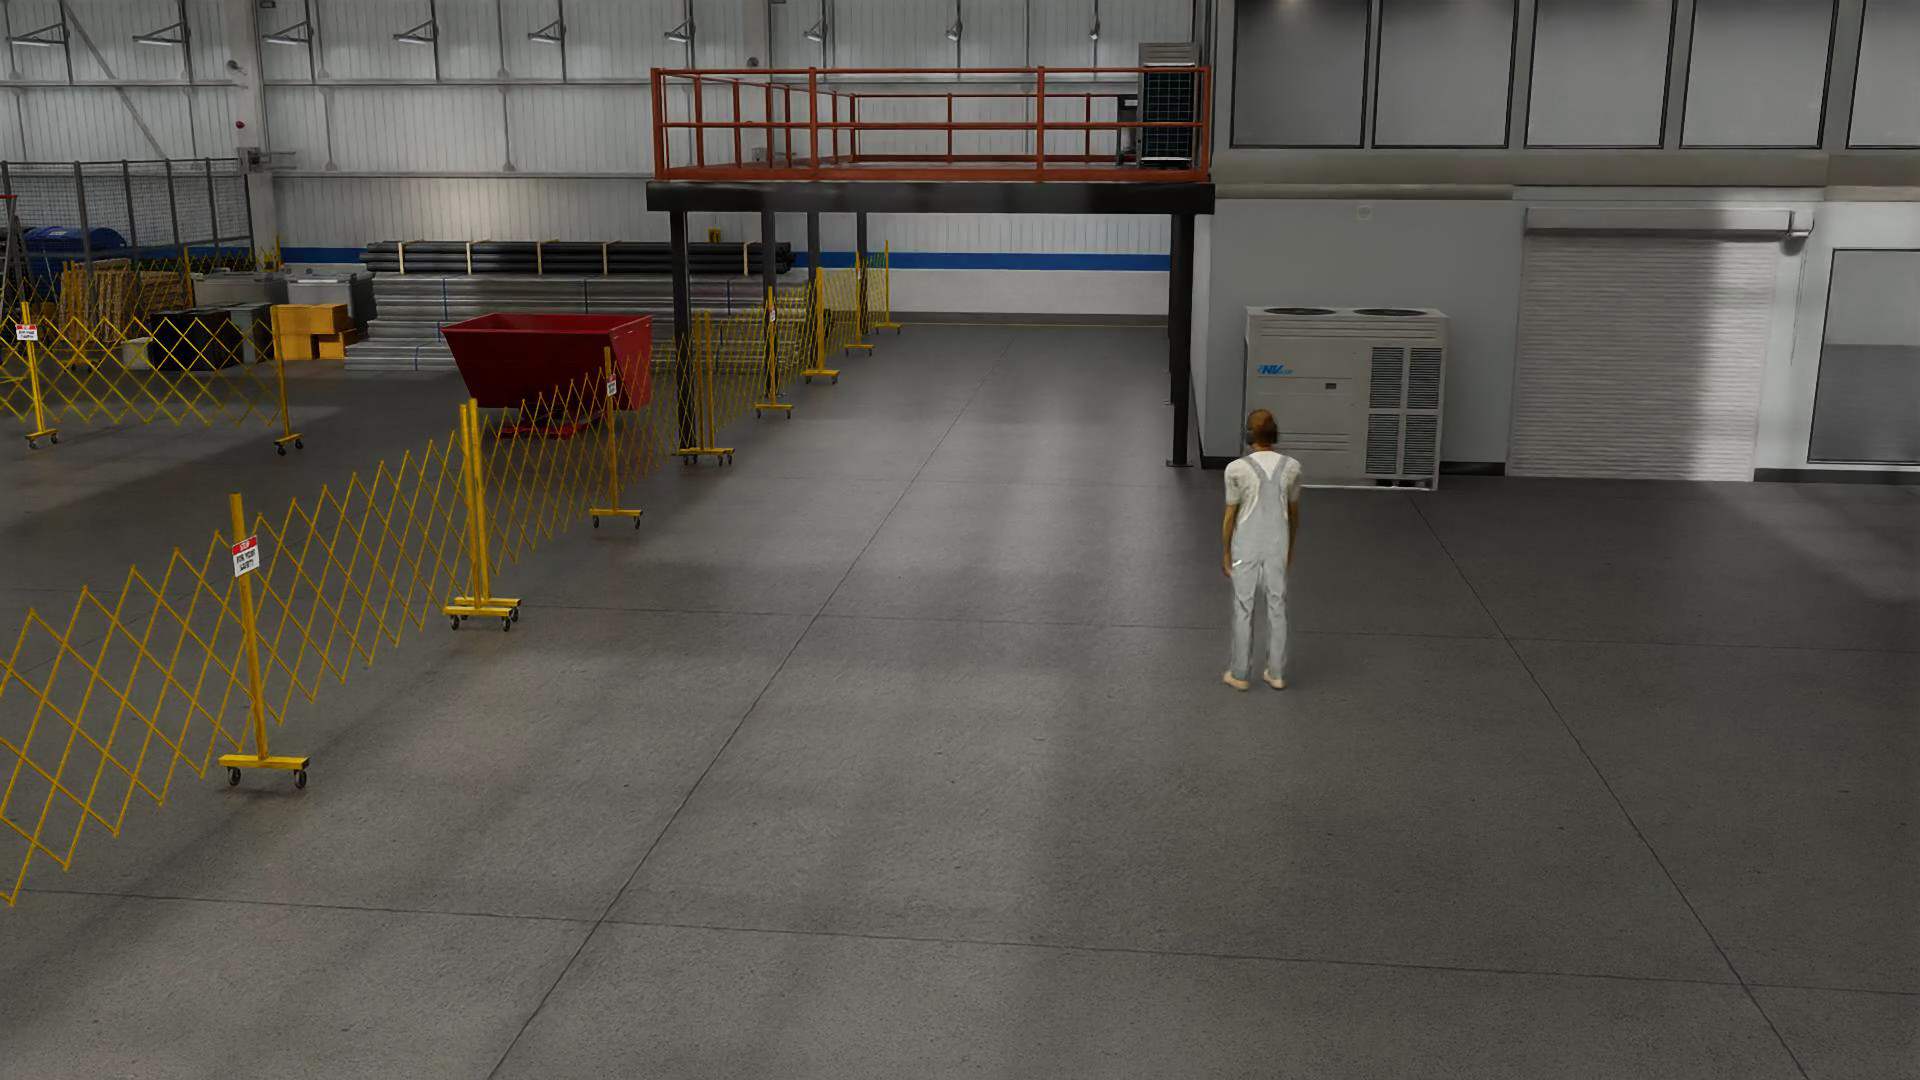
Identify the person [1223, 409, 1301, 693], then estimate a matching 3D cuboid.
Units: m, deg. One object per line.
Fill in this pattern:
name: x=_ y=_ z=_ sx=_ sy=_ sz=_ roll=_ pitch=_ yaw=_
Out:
person: x=1.918 y=0.075 z=10.685 sx=0.503 sy=1.832 sz=0.359 roll=-2 pitch=14 yaw=-8
